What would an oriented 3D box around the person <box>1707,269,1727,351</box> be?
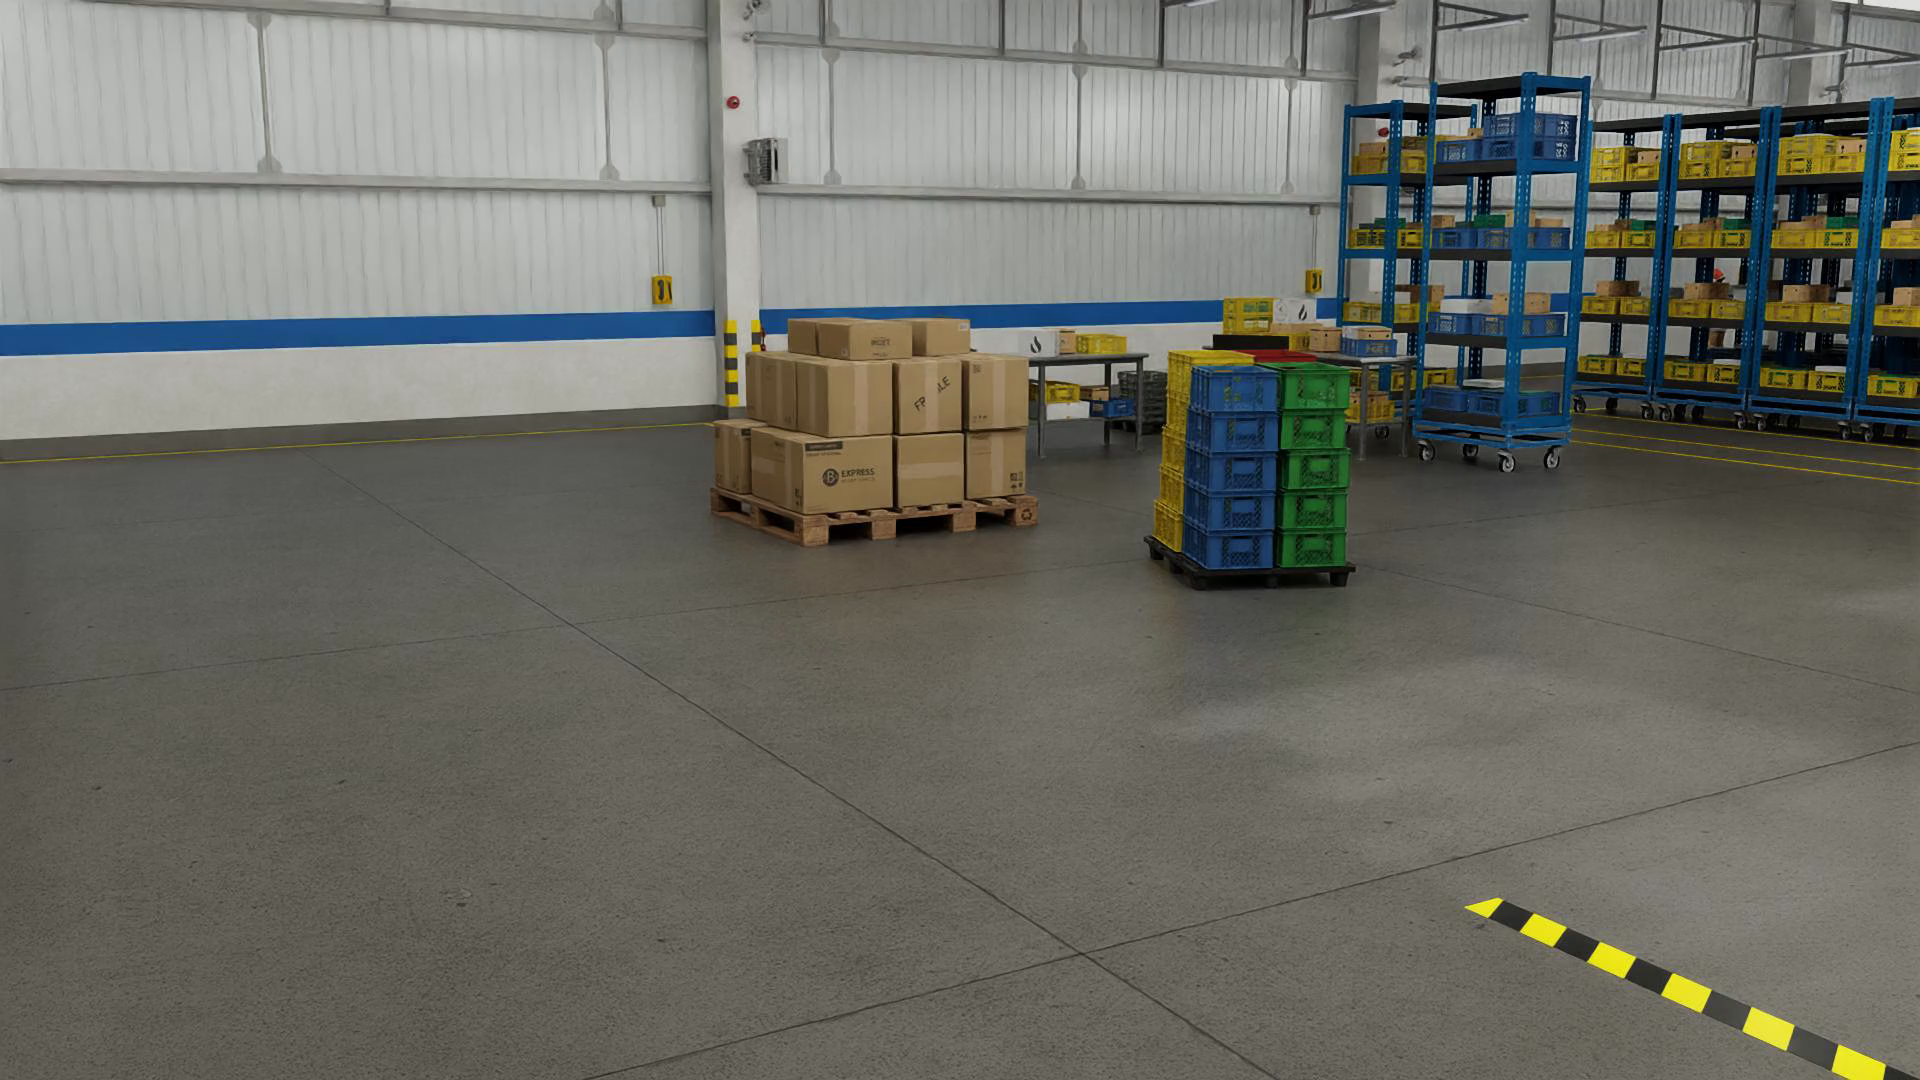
[{"bbox_3d":[11.339,-3.206,25.053,0.563,1.743,0.359,-8,13,-39],"label":"person"}]
